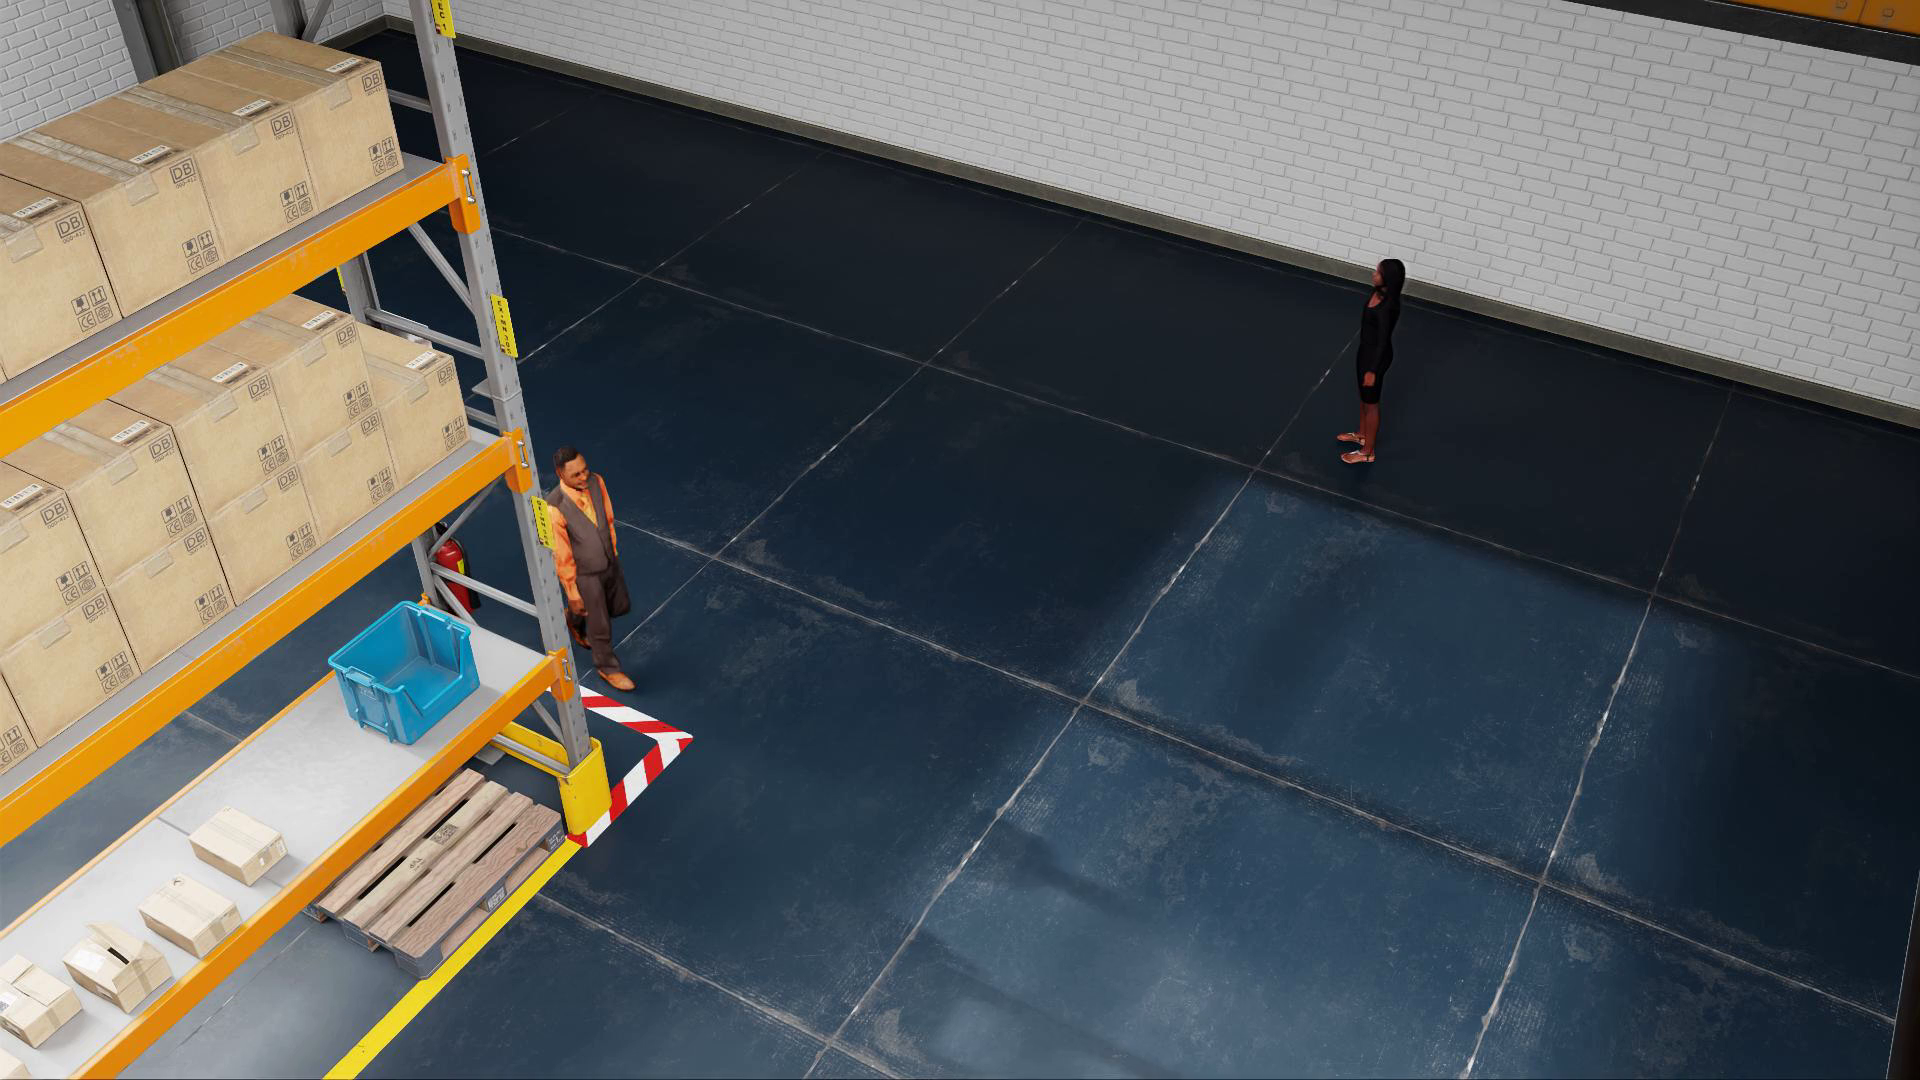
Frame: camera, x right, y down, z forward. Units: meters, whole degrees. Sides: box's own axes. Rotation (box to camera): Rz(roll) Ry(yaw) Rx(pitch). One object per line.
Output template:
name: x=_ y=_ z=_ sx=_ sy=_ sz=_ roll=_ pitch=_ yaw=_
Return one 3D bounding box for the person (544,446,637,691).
person: x=-2.425 y=0.164 z=10.509 sx=0.766 sy=1.891 sz=0.846 roll=20 pitch=43 yaw=23

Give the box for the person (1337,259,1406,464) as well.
person: x=3.113 y=-1.360 z=12.554 sx=0.737 sy=1.720 sz=0.584 roll=3 pitch=39 yaw=4
